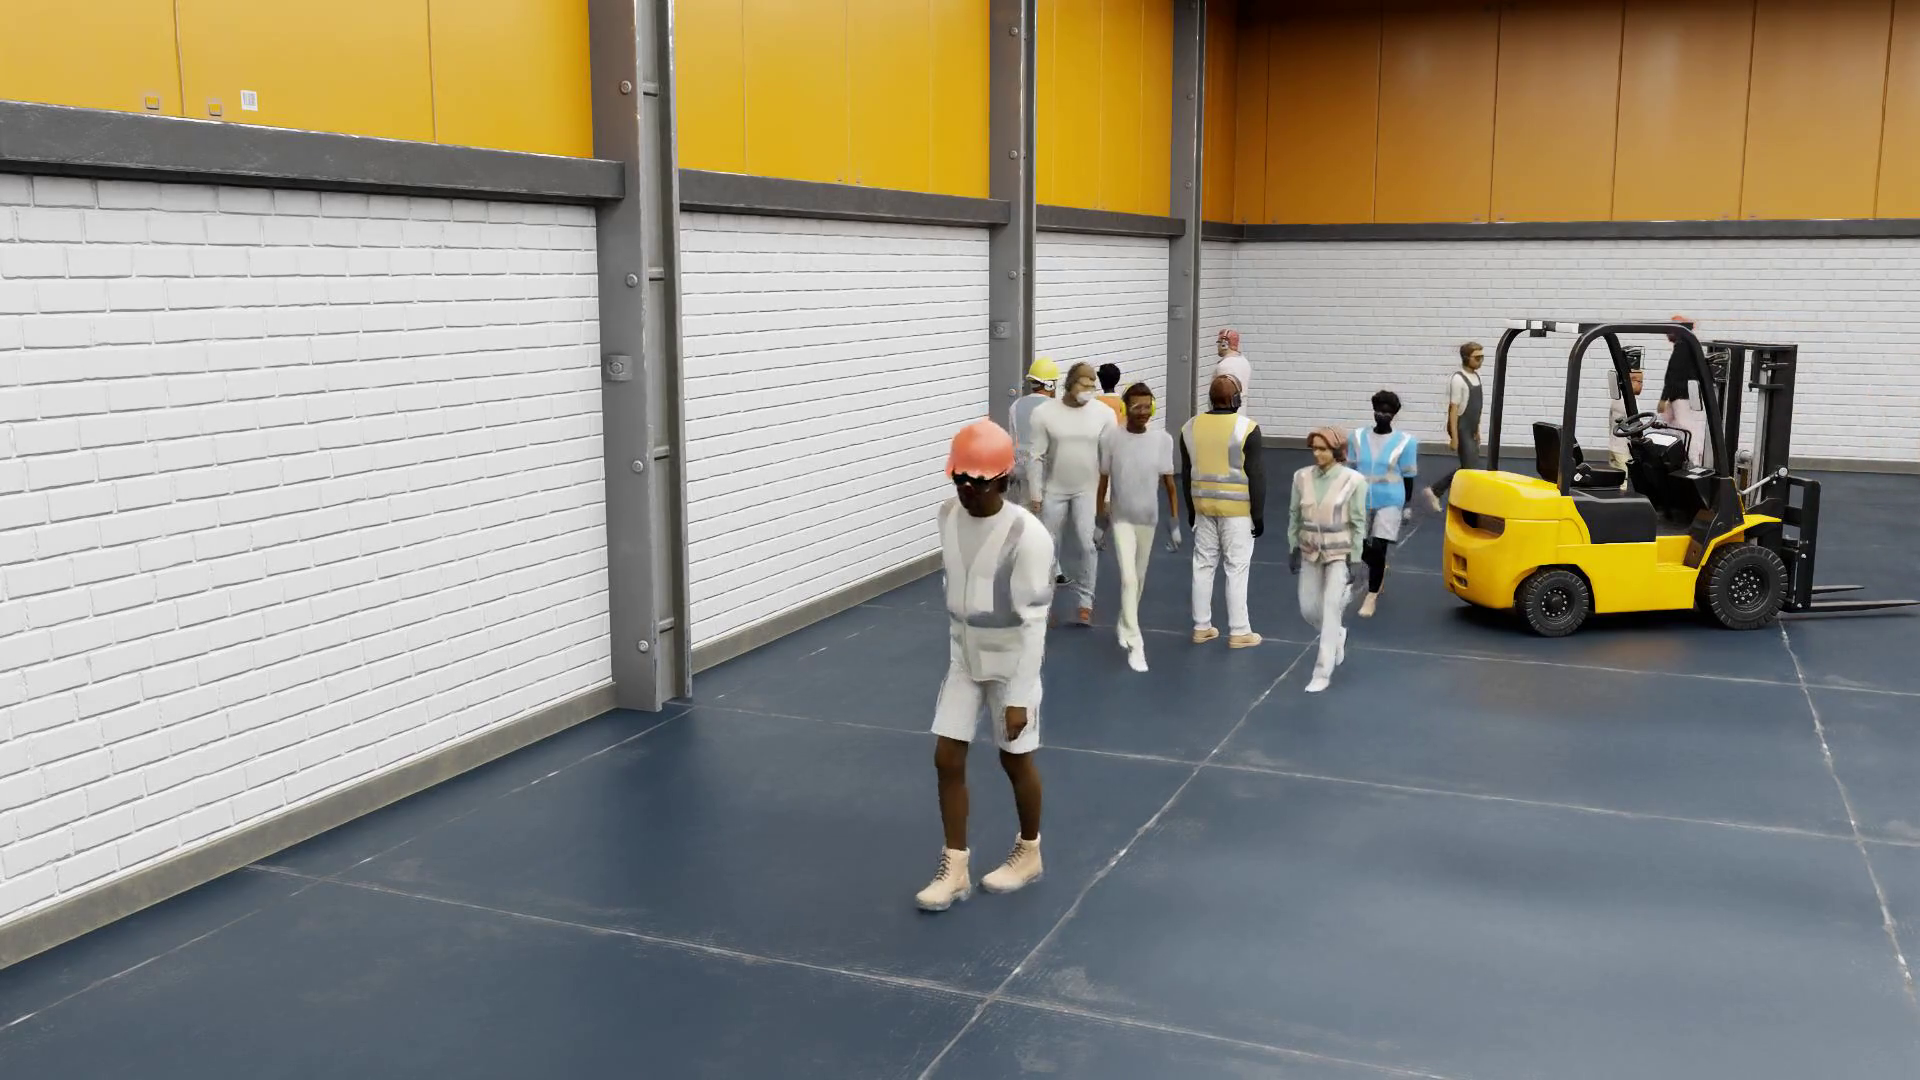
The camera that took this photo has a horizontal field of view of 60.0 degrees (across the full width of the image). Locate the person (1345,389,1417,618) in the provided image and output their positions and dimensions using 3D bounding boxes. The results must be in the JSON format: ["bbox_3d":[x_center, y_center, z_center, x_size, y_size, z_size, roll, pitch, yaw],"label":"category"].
[{"bbox_3d":[3.108,-0.287,12.250,0.533,1.672,0.615,7,12,36],"label":"person"}]

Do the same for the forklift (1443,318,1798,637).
[{"bbox_3d":[4.706,-0.497,11.990,2.313,2.155,1.214,-2,10,-10],"label":"forklift"}]

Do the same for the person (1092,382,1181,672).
[{"bbox_3d":[1.150,-0.123,10.883,0.541,1.839,0.953,-1,9,-7],"label":"person"}]

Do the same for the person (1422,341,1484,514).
[{"bbox_3d":[4.975,-1.071,16.579,0.632,1.828,0.526,7,12,37],"label":"person"}]

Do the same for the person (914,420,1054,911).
[{"bbox_3d":[0.122,0.504,6.565,0.638,1.978,0.802,9,13,43],"label":"person"}]

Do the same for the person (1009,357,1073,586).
[{"bbox_3d":[0.663,-0.544,13.364,0.404,1.835,0.587,-8,12,-41],"label":"person"}]

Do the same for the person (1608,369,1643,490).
[{"bbox_3d":[6.174,-0.787,15.449,0.289,1.632,0.497,0,9,-2],"label":"person"}]

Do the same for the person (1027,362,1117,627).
[{"bbox_3d":[0.794,-0.312,11.799,0.636,1.905,0.603,0,9,3],"label":"person"}]

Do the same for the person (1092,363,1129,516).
[{"bbox_3d":[1.356,-0.755,15.087,0.535,1.695,0.319,-1,9,-4],"label":"person"}]

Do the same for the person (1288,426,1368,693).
[{"bbox_3d":[2.274,0.097,10.153,0.517,1.617,0.598,8,12,41],"label":"person"}]

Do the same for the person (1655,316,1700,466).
[{"bbox_3d":[8.593,-1.735,20.217,0.981,1.946,0.652,5,11,29],"label":"person"}]

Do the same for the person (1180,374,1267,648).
[{"bbox_3d":[1.790,-0.195,11.222,0.627,1.847,0.429,8,12,39],"label":"person"}]

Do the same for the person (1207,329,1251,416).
[{"bbox_3d":[2.787,-1.250,17.420,0.405,1.906,0.653,5,11,30],"label":"person"}]
